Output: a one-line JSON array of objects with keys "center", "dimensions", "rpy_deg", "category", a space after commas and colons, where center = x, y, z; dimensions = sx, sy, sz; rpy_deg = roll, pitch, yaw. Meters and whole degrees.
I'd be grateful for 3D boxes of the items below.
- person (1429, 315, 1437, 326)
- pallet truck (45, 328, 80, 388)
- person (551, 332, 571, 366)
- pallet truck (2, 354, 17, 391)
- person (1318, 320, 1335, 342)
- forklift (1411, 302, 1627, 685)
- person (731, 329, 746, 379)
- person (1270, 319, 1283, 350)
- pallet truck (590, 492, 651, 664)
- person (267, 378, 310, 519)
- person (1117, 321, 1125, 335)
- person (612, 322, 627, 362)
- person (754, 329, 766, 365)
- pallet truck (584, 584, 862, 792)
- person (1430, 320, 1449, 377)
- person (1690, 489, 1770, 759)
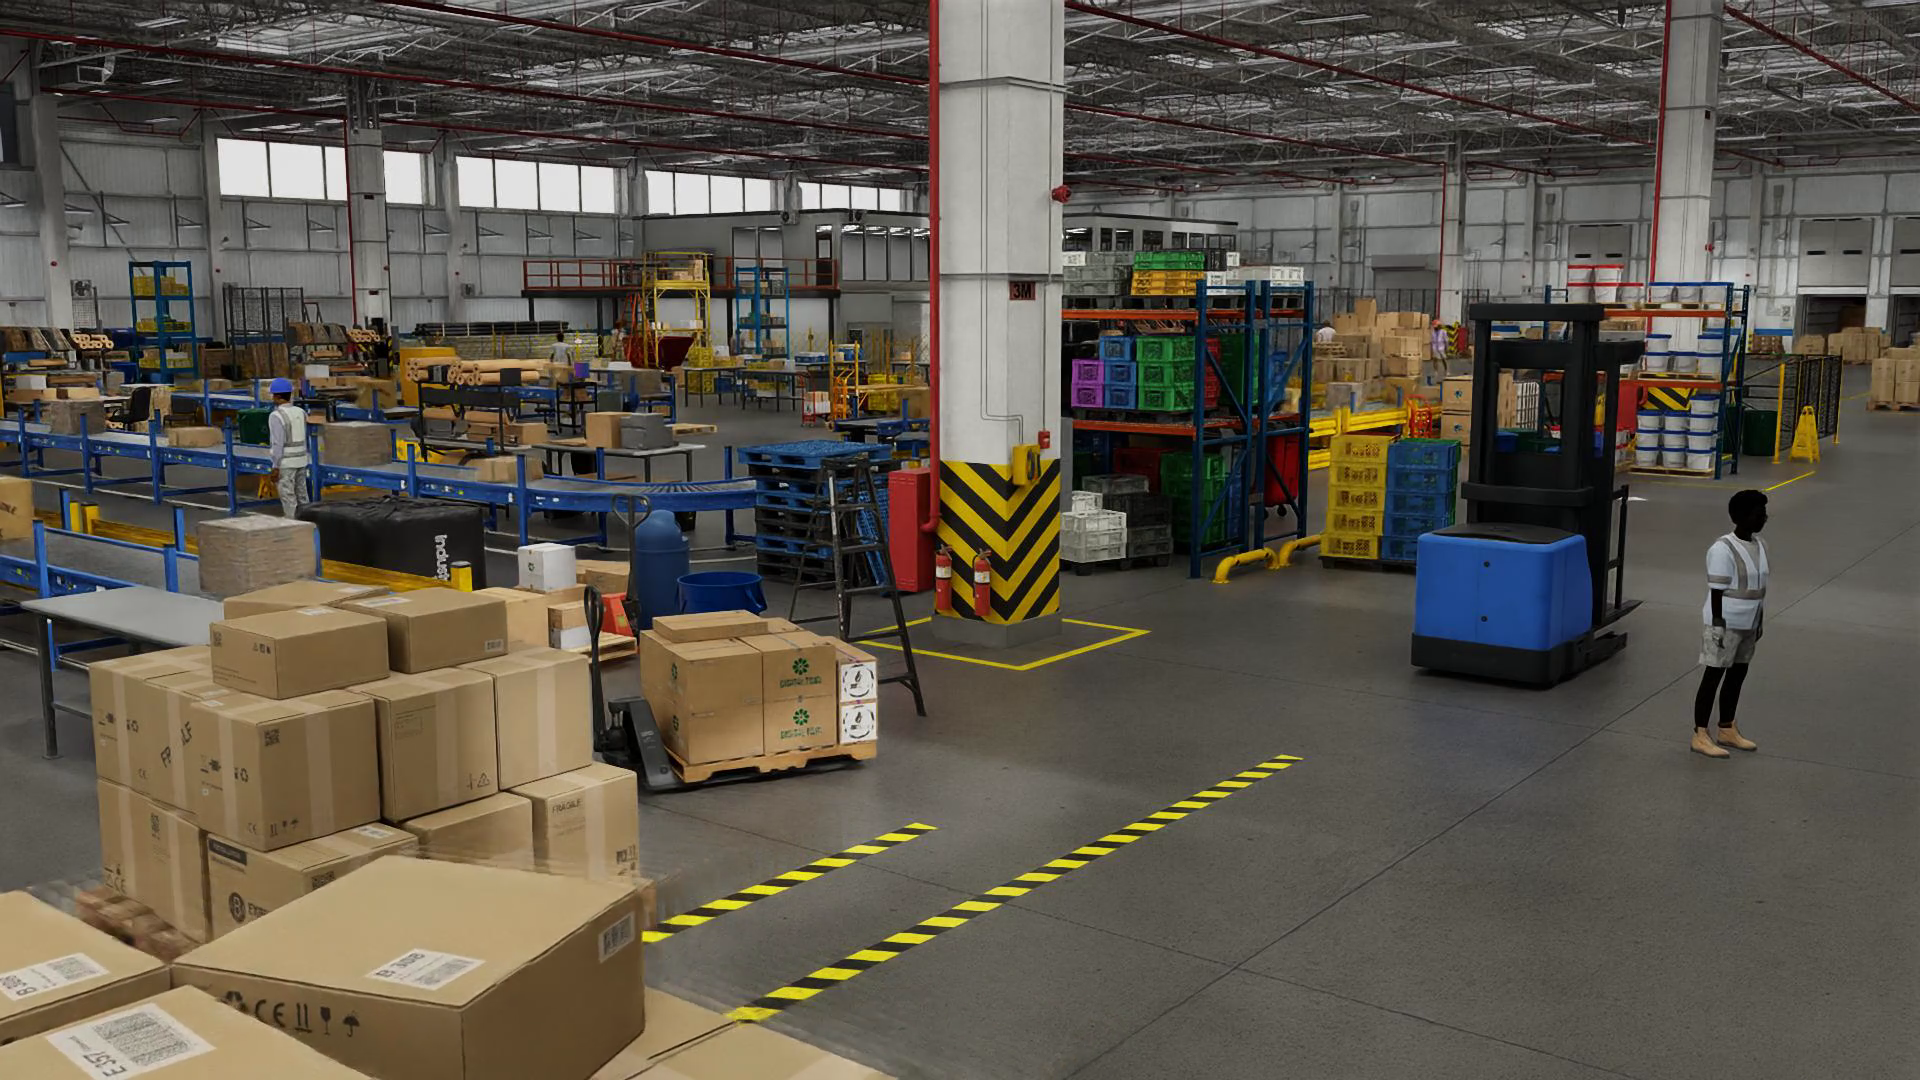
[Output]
[{"center": [22.431, -9.743, 78.767], "dimensions": [0.588, 1.930, 0.364], "rpy_deg": [-5, 10, -31], "category": "person"}, {"center": [-23.775, -4.544, 43.495], "dimensions": [1.885, 1.965, 0.823], "rpy_deg": [6, 10, 35], "category": "pallet truck"}, {"center": [-10.891, -4.750, 45.414], "dimensions": [0.555, 1.833, 0.893], "rpy_deg": [-1, 9, -9], "category": "person"}, {"center": [-24.881, -4.417, 42.634], "dimensions": [1.885, 1.965, 0.823], "rpy_deg": [8, 11, 41], "category": "pallet truck"}, {"center": [13.080, -6.874, 59.408], "dimensions": [0.629, 1.937, 0.373], "rpy_deg": [0, 8, -2], "category": "person"}, {"center": [4.379, -0.438, 12.852], "dimensions": [1.129, 2.768, 1.873], "rpy_deg": [7, 11, 37], "category": "forklift"}, {"center": [-7.455, -6.275, 55.993], "dimensions": [0.533, 1.753, 0.403], "rpy_deg": [1, 8, 7], "category": "person"}, {"center": [16.286, -10.705, 85.348], "dimensions": [0.641, 1.893, 0.980], "rpy_deg": [-6, 10, -34], "category": "person"}, {"center": [-3.115, 0.344, 12.883], "dimensions": [0.653, 1.274, 1.630], "rpy_deg": [7, 11, 37], "category": "pallet truck"}, {"center": [-7.616, -0.863, 18.844], "dimensions": [0.404, 1.945, 0.616], "rpy_deg": [2, 9, 10], "category": "person"}, {"center": [5.628, -6.738, 58.484], "dimensions": [0.370, 1.935, 0.552], "rpy_deg": [5, 10, 31], "category": "person"}, {"center": [-12.820, -7.322, 62.743], "dimensions": [0.612, 1.829, 1.003], "rpy_deg": [-3, 9, -19], "category": "person"}, {"center": [-8.073, -7.927, 66.692], "dimensions": [0.933, 1.893, 0.599], "rpy_deg": [5, 10, 31], "category": "person"}, {"center": [-1.426, 0.805, 10.019], "dimensions": [1.601, 1.201, 0.680], "rpy_deg": [-4, 9, -26], "category": "pallet truck"}, {"center": [16.608, -6.638, 57.616], "dimensions": [0.650, 2.008, 0.764], "rpy_deg": [6, 10, 35], "category": "person"}, {"center": [4.847, 0.519, 10.409], "dimensions": [0.534, 1.694, 0.321], "rpy_deg": [-5, 10, -32], "category": "person"}]
